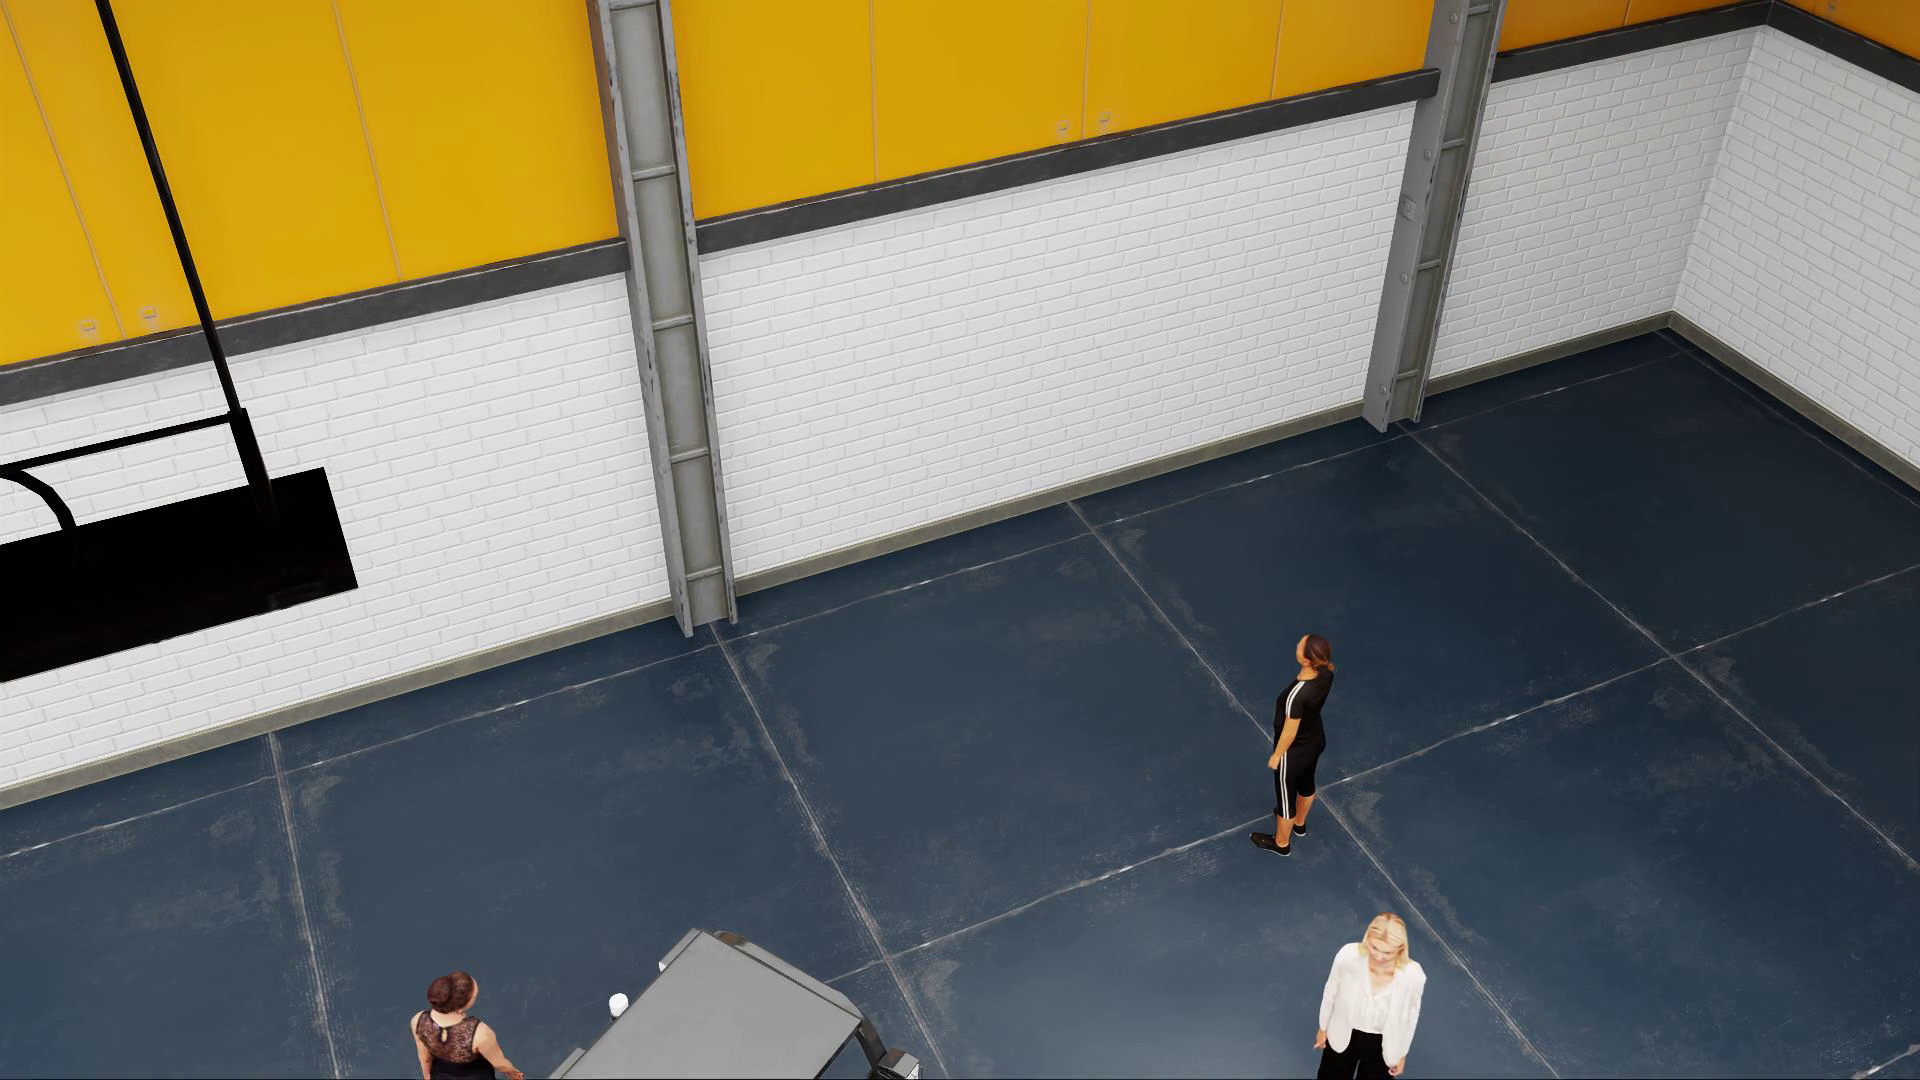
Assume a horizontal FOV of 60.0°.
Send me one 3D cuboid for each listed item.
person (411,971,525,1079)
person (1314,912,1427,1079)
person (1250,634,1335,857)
[{"bbox_3d":[-2.409,2.696,7.962,0.968,1.652,1.002,9,39,11],"label":"person"},{"bbox_3d":[1.969,2.442,8.114,0.666,1.860,0.730,12,40,15],"label":"person"},{"bbox_3d":[2.009,1.199,9.823,0.715,1.669,0.593,28,46,30],"label":"person"}]
